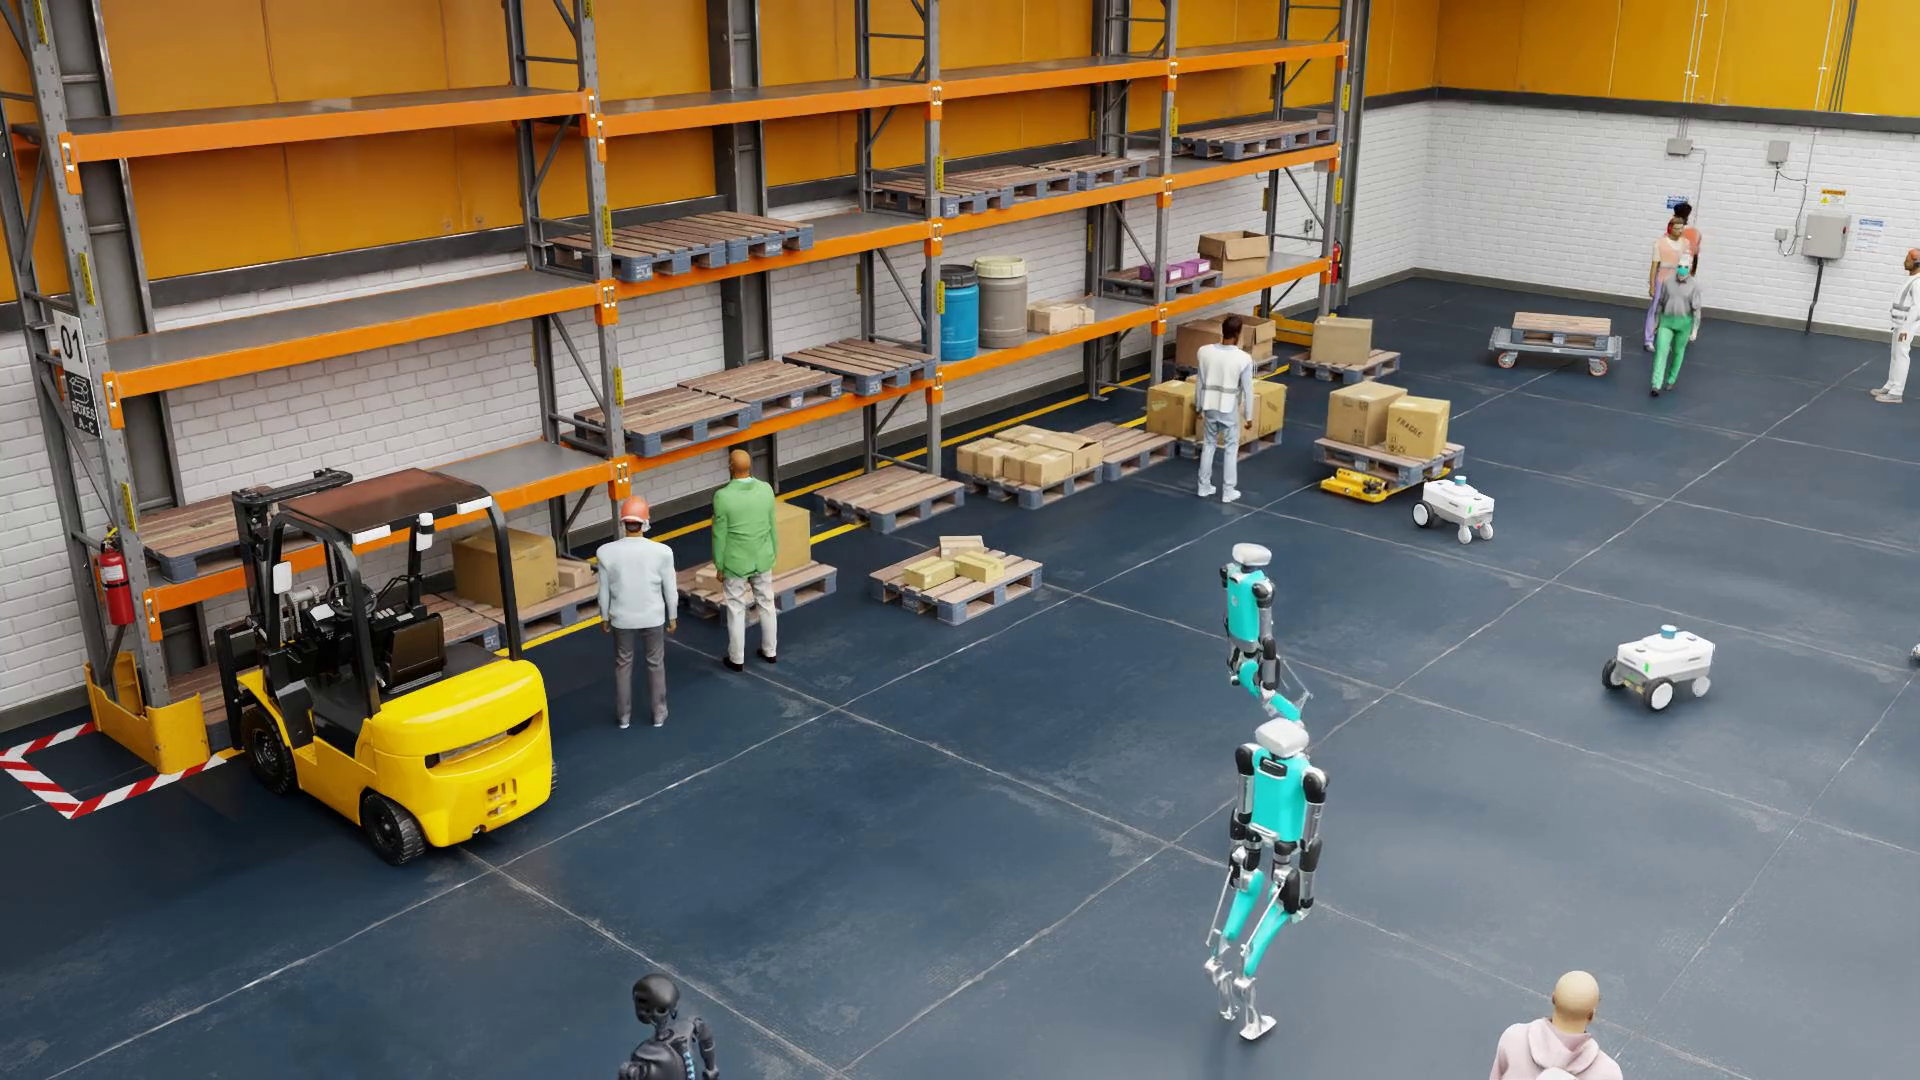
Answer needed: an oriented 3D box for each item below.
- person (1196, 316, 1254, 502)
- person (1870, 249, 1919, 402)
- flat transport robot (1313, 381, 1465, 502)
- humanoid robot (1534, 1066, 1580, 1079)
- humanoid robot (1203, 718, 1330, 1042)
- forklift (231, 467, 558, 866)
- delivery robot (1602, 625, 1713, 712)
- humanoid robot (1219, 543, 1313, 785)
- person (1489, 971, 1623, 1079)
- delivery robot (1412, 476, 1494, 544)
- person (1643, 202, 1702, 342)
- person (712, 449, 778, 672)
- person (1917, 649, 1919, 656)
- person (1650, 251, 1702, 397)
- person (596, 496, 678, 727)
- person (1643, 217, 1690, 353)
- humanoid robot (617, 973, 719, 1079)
[{"bbox_3d":[2.653,-1.312,16.748,0.621,1.899,0.415,12,24,30],"label":"person"},{"bbox_3d":[11.525,-2.622,20.327,0.356,1.882,0.574,7,21,17],"label":"person"},{"bbox_3d":[4.473,-0.701,17.450,1.431,0.231,0.659,-18,27,-40],"label":"flat transport robot"},{"bbox_3d":[1.931,2.772,5.960,0.584,1.780,0.891,16,26,37],"label":"humanoid robot"},{"bbox_3d":[1.477,1.809,8.494,0.676,1.772,0.532,-18,27,-40],"label":"humanoid robot"},{"bbox_3d":[-3.730,0.710,10.856,2.313,2.155,1.214,17,26,38],"label":"forklift"},{"bbox_3d":[5.308,0.935,12.585,0.754,0.581,0.499,-9,22,-22],"label":"delivery robot"},{"bbox_3d":[2.163,0.869,11.182,0.856,1.851,0.557,-8,22,-21],"label":"humanoid robot"},{"bbox_3d":[2.316,2.501,6.604,0.539,1.775,0.406,13,24,31],"label":"person"},{"bbox_3d":[4.779,-0.318,16.022,0.499,0.609,0.813,-9,22,-24],"label":"delivery robot"},{"bbox_3d":[10.086,-3.779,23.411,0.620,1.928,0.958,-7,21,-18],"label":"person"},{"bbox_3d":[-1.662,0.157,12.954,0.545,1.777,0.385,-12,23,-30],"label":"person"},{"bbox_3d":[7.940,0.220,12.713,0.785,1.830,0.802,4,21,11],"label":"person"},{"bbox_3d":[8.853,-2.666,20.572,0.544,1.787,0.937,11,23,26],"label":"person"},{"bbox_3d":[-2.315,0.524,12.009,0.572,1.737,0.350,-3,20,-7],"label":"person"},{"bbox_3d":[9.657,-3.494,22.742,0.568,1.845,0.385,-7,21,-18],"label":"person"},{"bbox_3d":[-1.118,2.518,6.698,0.462,1.636,0.611,12,23,29],"label":"humanoid robot"}]
